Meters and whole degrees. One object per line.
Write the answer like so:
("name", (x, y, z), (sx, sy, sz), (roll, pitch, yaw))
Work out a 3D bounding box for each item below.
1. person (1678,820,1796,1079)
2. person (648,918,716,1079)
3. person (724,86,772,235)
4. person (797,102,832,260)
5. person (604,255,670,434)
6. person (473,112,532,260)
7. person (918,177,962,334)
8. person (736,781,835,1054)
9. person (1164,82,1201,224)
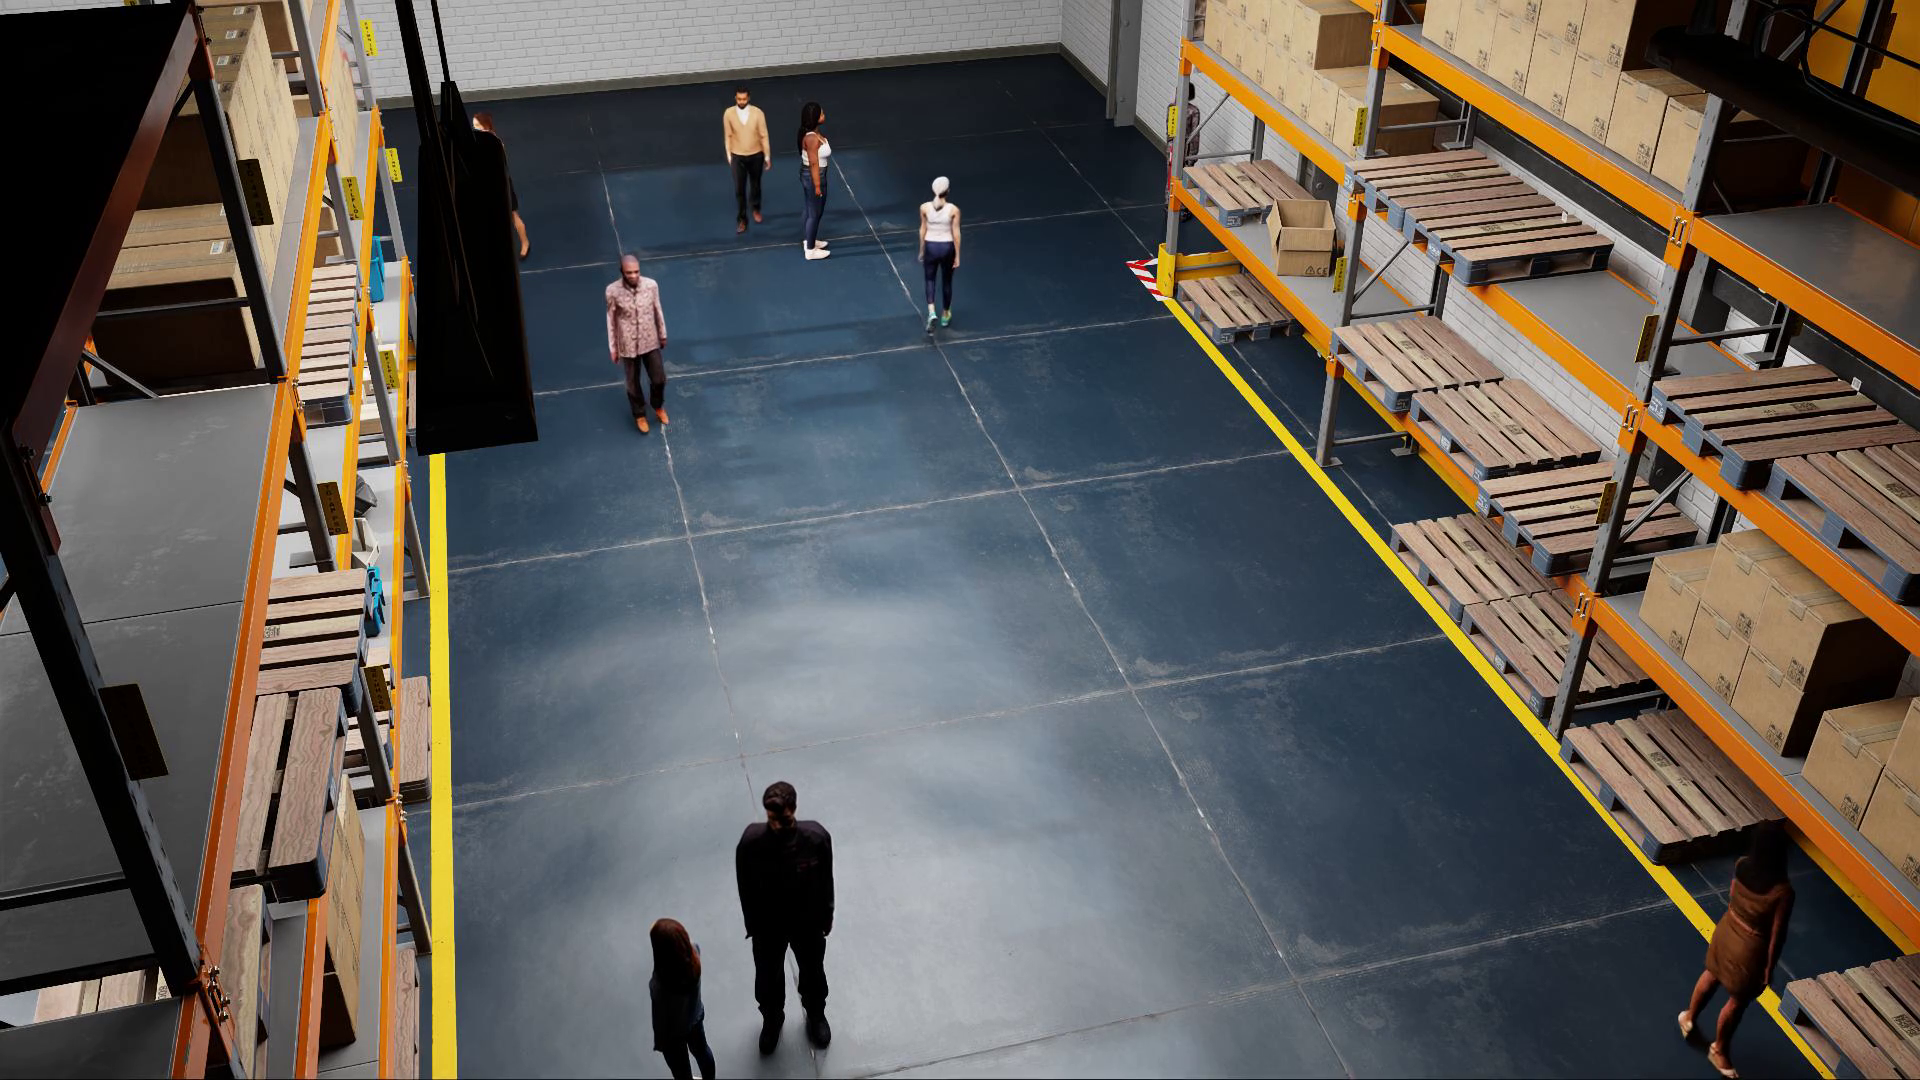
("person", (4.447, 2.358, 9.400), (0.722, 1.657, 0.424), (-1, 34, -2))
("person", (-1.527, 2.635, 9.149), (0.683, 1.474, 0.604), (14, 36, 20))
("person", (-2.526, -4.583, 19.786), (0.782, 1.720, 1.079), (-6, 34, -9))
("person", (-1.692, -4.113, 19.000), (0.690, 1.808, 0.532), (-7, 34, -10))
("person", (-3.051, -1.894, 15.675), (0.721, 1.793, 0.630), (-10, 35, -15))
("person", (-5.141, -3.919, 18.726), (1.108, 1.787, 1.118), (21, 39, 28))
("person", (-0.231, -2.939, 17.344), (0.815, 1.685, 1.027), (3, 34, 5))
("person", (-0.982, 2.124, 9.491), (0.724, 1.946, 0.624), (-4, 34, -6))
("person", (2.644, -4.651, 19.898), (0.695, 1.709, 0.754), (17, 37, 24))
